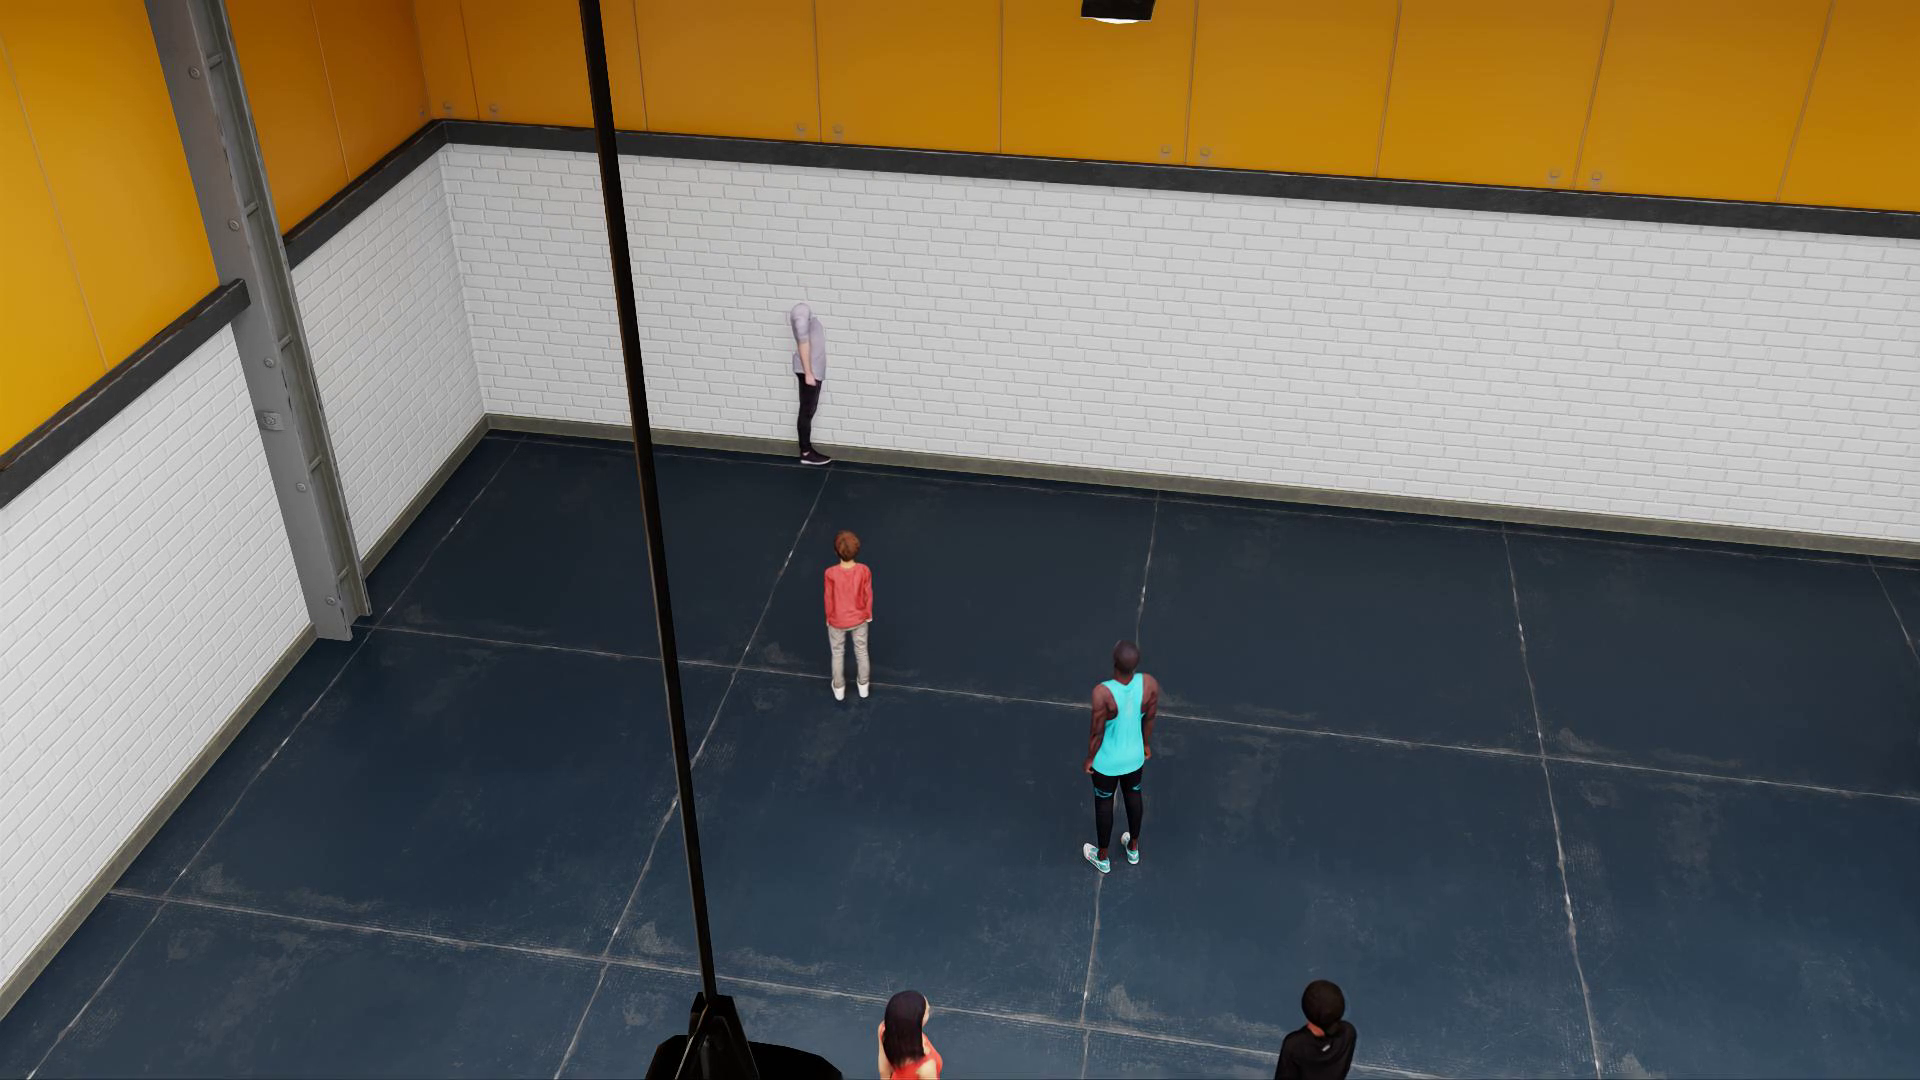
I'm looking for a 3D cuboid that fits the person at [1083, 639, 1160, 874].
[{"bbox_3d":[1.017,1.374,10.603,0.681,1.811,0.674,-11,35,-16],"label":"person"}]

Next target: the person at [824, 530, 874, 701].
[{"bbox_3d":[-0.822,0.556,12.191,0.571,1.415,0.577,-8,34,-11],"label":"person"}]

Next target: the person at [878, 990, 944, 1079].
[{"bbox_3d":[-0.237,2.891,8.403,0.705,1.719,0.671,-28,43,-35],"label":"person"}]

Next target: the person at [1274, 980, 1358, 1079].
[{"bbox_3d":[1.778,2.857,8.496,0.673,1.674,0.680,-12,35,-17],"label":"person"}]

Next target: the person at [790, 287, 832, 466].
[{"bbox_3d":[-1.359,-1.586,15.035,0.755,1.834,0.563,1,34,2],"label":"person"}]
